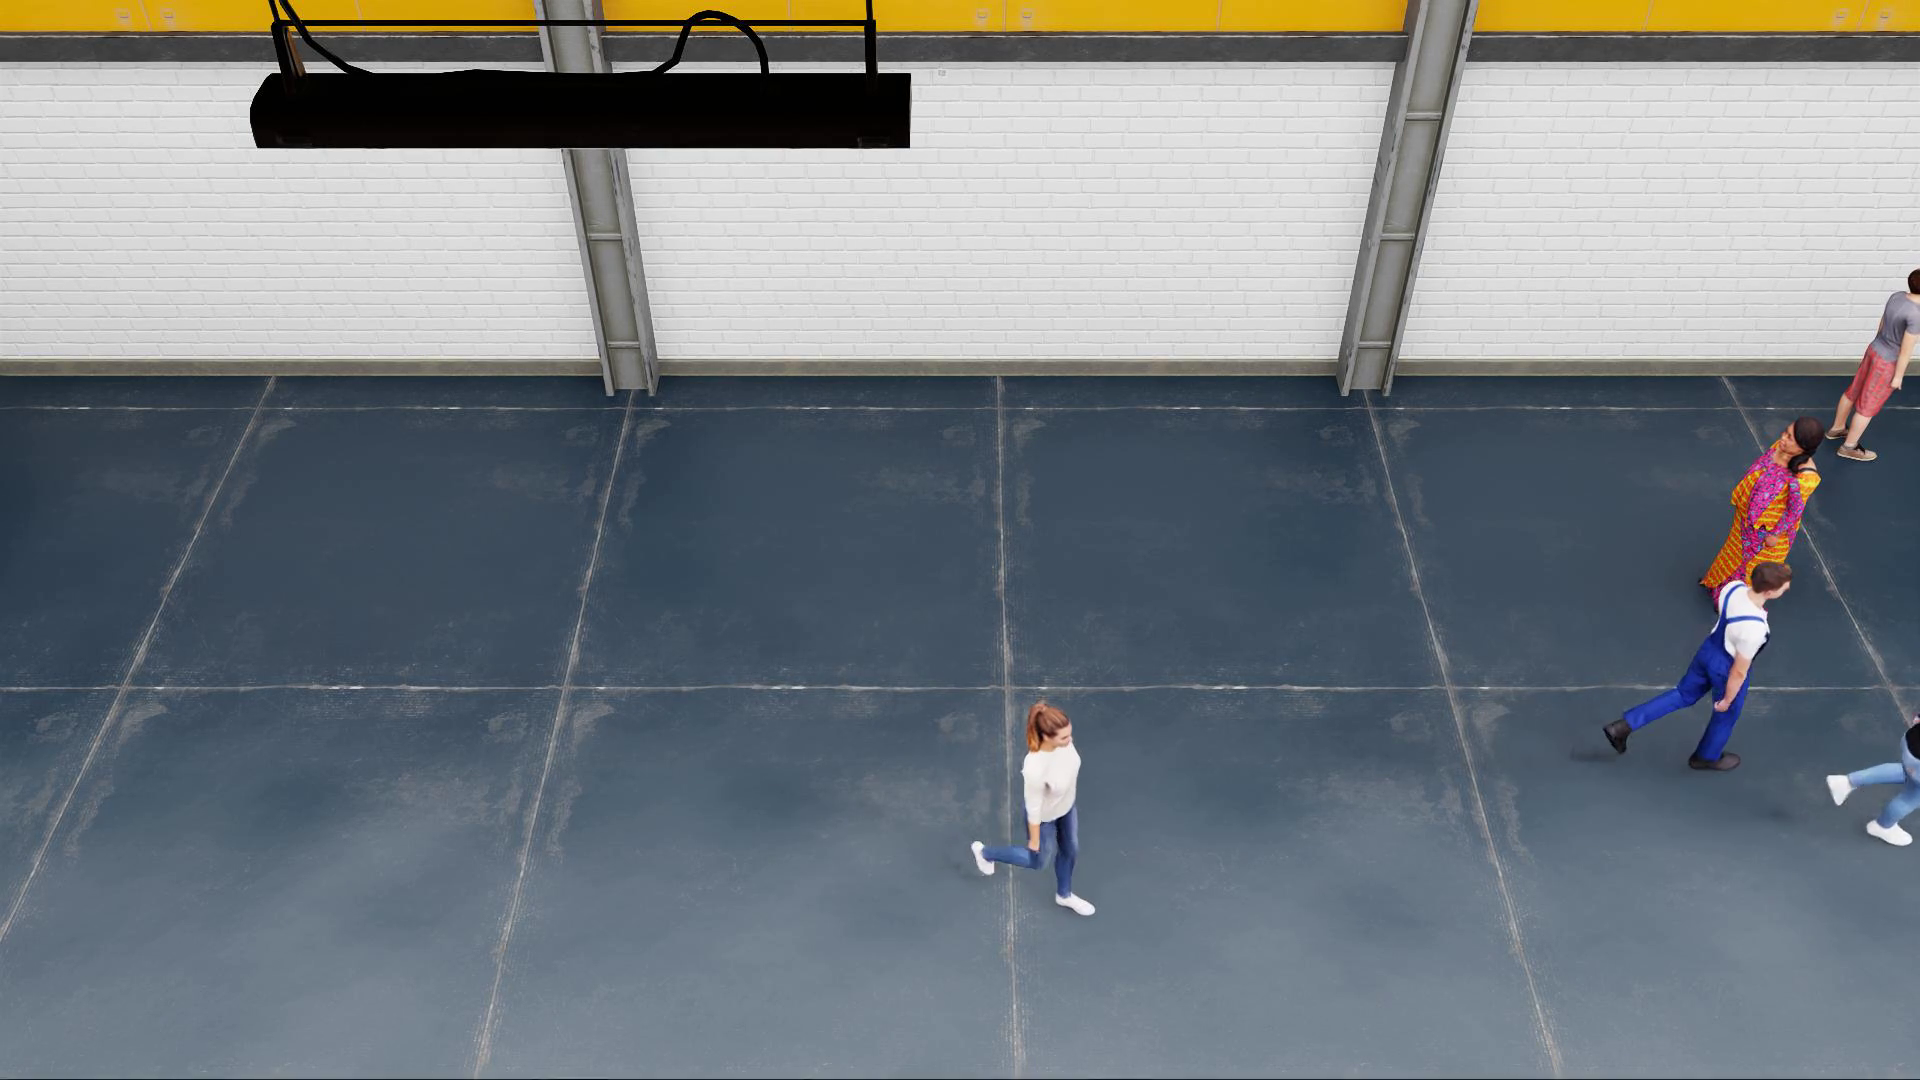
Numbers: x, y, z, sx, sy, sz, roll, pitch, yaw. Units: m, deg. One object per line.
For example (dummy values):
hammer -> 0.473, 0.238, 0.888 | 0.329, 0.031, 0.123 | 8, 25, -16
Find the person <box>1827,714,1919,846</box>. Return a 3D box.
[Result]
person -> 5.656, 1.247, 9.850 | 0.921, 1.624, 0.816 | 10, 45, 11

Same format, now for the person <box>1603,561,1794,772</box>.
person -> 4.570, 0.787, 10.186 | 1.174, 1.827, 0.688 | -3, 44, -3

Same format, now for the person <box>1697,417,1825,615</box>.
person -> 5.488, -0.188, 11.312 | 0.663, 1.686, 0.656 | -3, 44, -4

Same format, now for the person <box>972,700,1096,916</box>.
person -> 0.429, 1.523, 9.505 | 1.114, 1.700, 0.933 | 21, 47, 20

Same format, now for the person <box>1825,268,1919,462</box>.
person -> 6.975, -1.353, 12.560 | 0.508, 1.651, 0.564 | 0, 44, 0
